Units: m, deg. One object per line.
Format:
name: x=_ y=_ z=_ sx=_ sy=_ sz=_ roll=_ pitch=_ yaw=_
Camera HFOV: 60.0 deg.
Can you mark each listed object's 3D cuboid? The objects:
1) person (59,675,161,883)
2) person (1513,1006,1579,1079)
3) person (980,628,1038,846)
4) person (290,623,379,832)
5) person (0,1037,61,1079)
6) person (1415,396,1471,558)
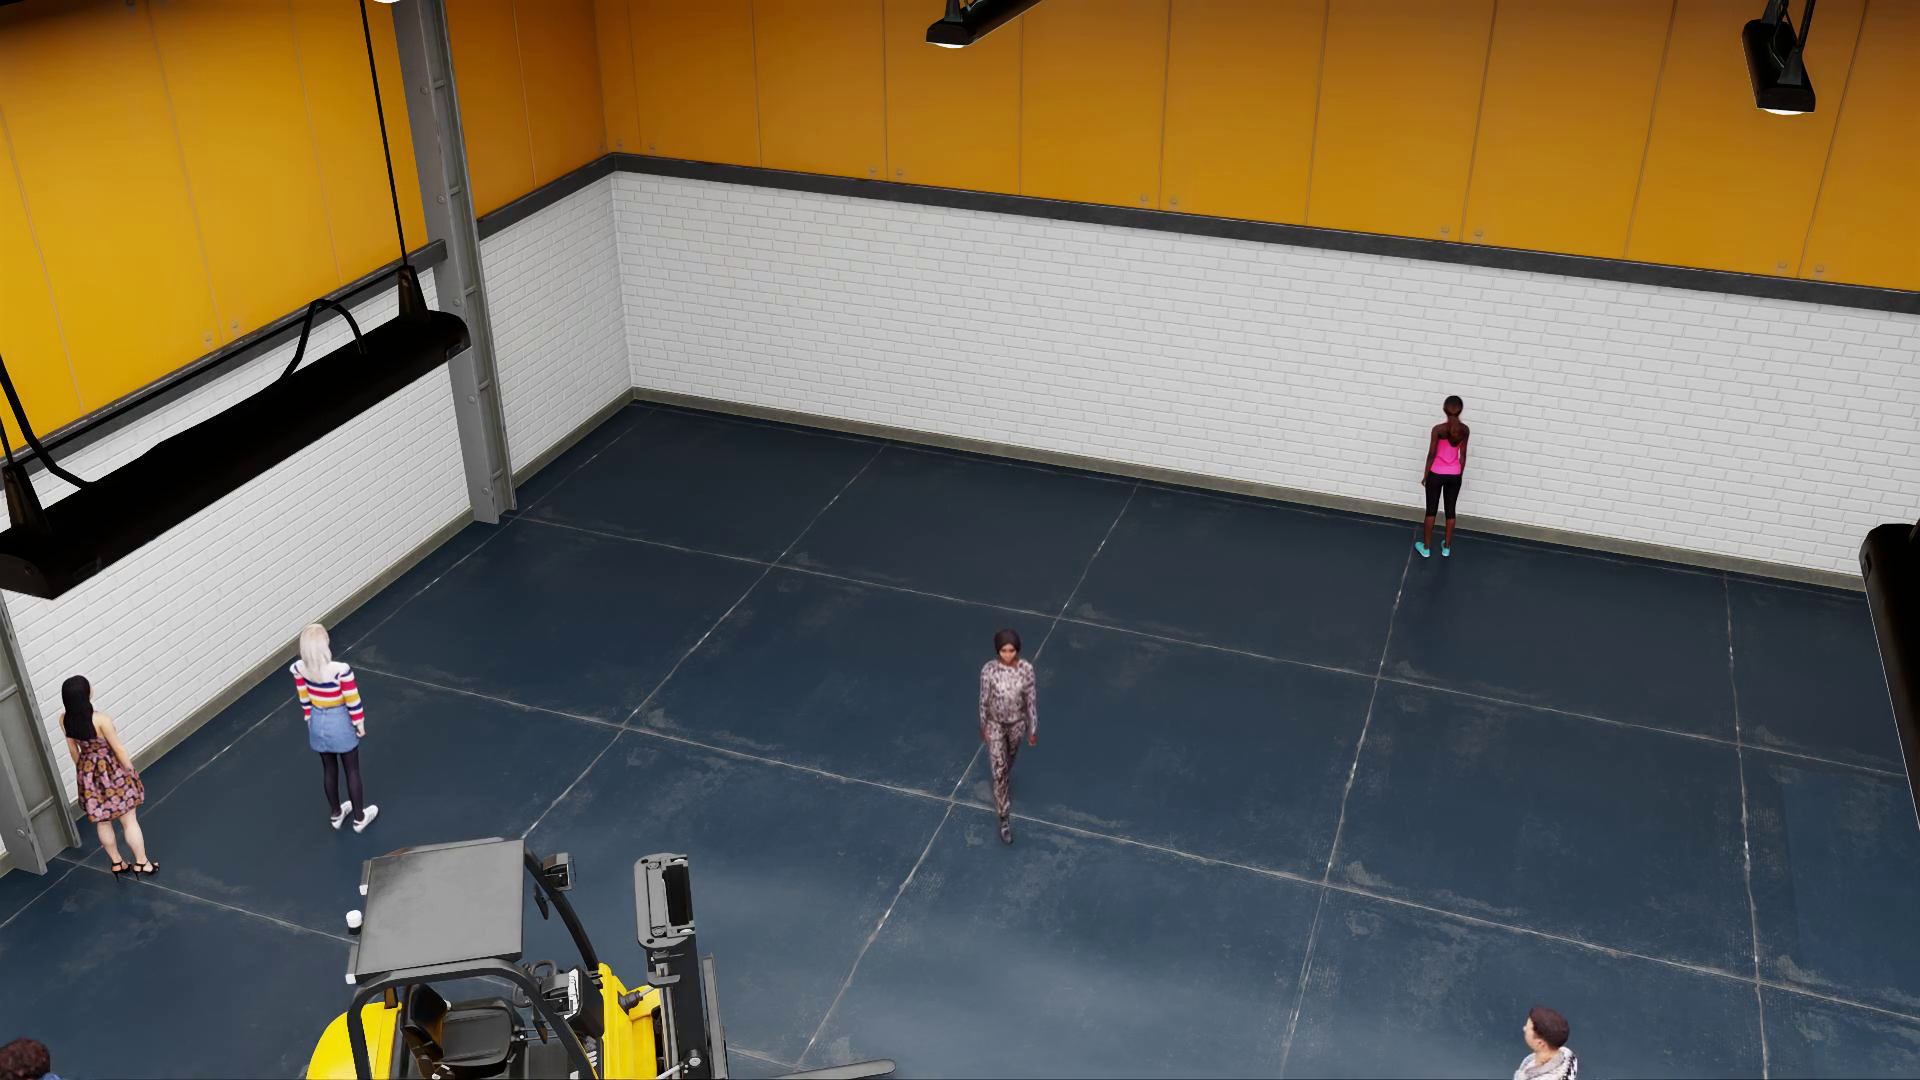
person: x=-6.236 y=1.741 z=12.147 sx=0.731 sy=1.774 sz=0.747 roll=3 pitch=29 yaw=5
person: x=3.204 y=3.373 z=9.113 sx=1.091 sy=1.814 sz=1.199 roll=25 pitch=37 yaw=38
person: x=0.364 y=1.405 z=12.870 sx=0.903 sy=1.672 sz=1.201 roll=-2 pitch=29 yaw=-3
person: x=-4.801 y=1.421 z=12.699 sx=0.684 sy=1.808 sz=0.595 roll=4 pitch=29 yaw=7
person: x=-4.851 y=3.396 z=9.125 sx=0.957 sy=1.764 sz=1.251 roll=22 pitch=36 yaw=35
person: x=4.822 y=-0.633 z=16.551 sx=0.635 sy=1.725 sz=0.653 roll=0 pitch=29 yaw=-1
